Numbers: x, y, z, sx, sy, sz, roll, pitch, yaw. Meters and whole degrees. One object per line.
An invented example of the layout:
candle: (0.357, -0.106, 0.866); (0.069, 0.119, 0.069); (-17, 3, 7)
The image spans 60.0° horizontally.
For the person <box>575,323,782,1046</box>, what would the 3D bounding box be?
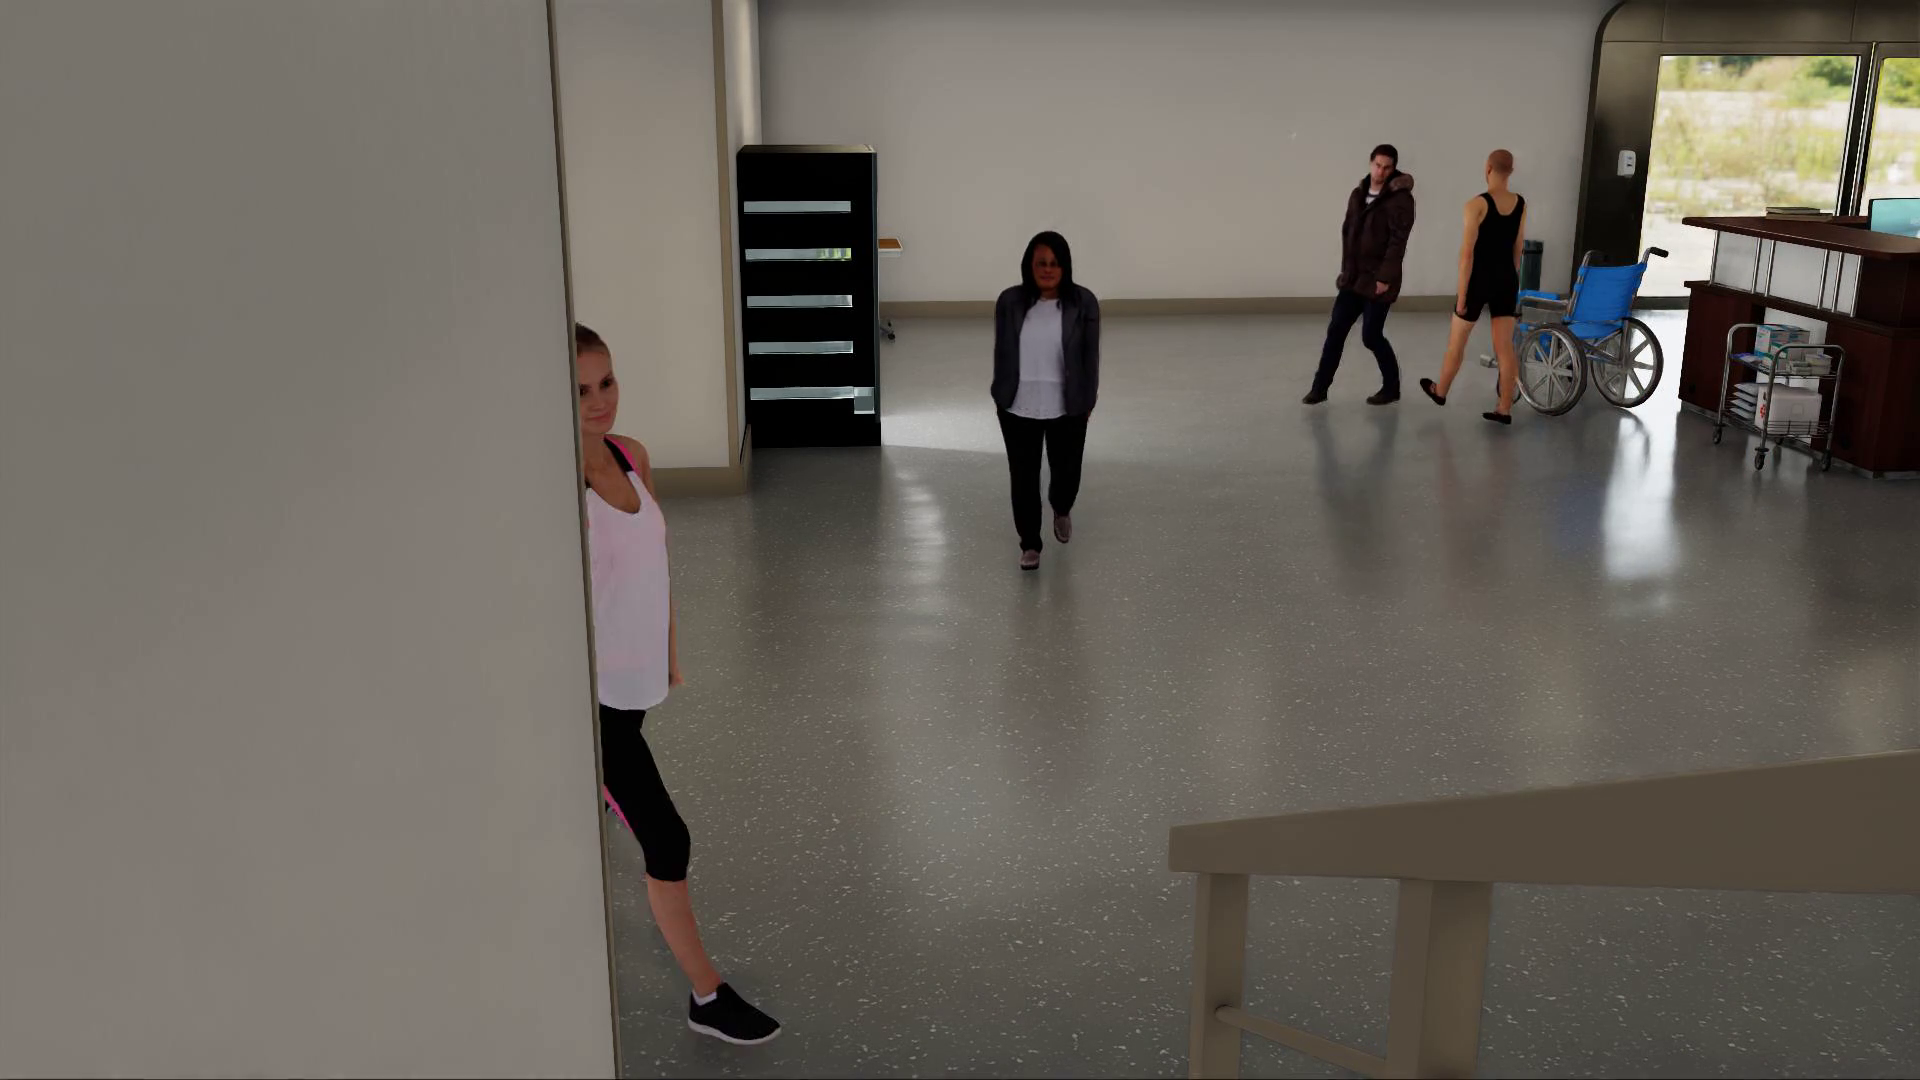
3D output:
person: (-0.937, 0.372, 3.969); (1.111, 1.739, 1.223); (7, 17, 22)

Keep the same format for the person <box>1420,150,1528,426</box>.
person: (3.569, -1.635, 11.026); (0.839, 1.772, 1.161); (-5, 17, -18)

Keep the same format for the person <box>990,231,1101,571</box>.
person: (0.404, -0.663, 7.928); (0.744, 1.582, 0.867); (1, 16, 5)

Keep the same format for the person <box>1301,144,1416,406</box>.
person: (2.924, -1.800, 11.570); (1.060, 1.796, 1.026); (-8, 17, -25)
